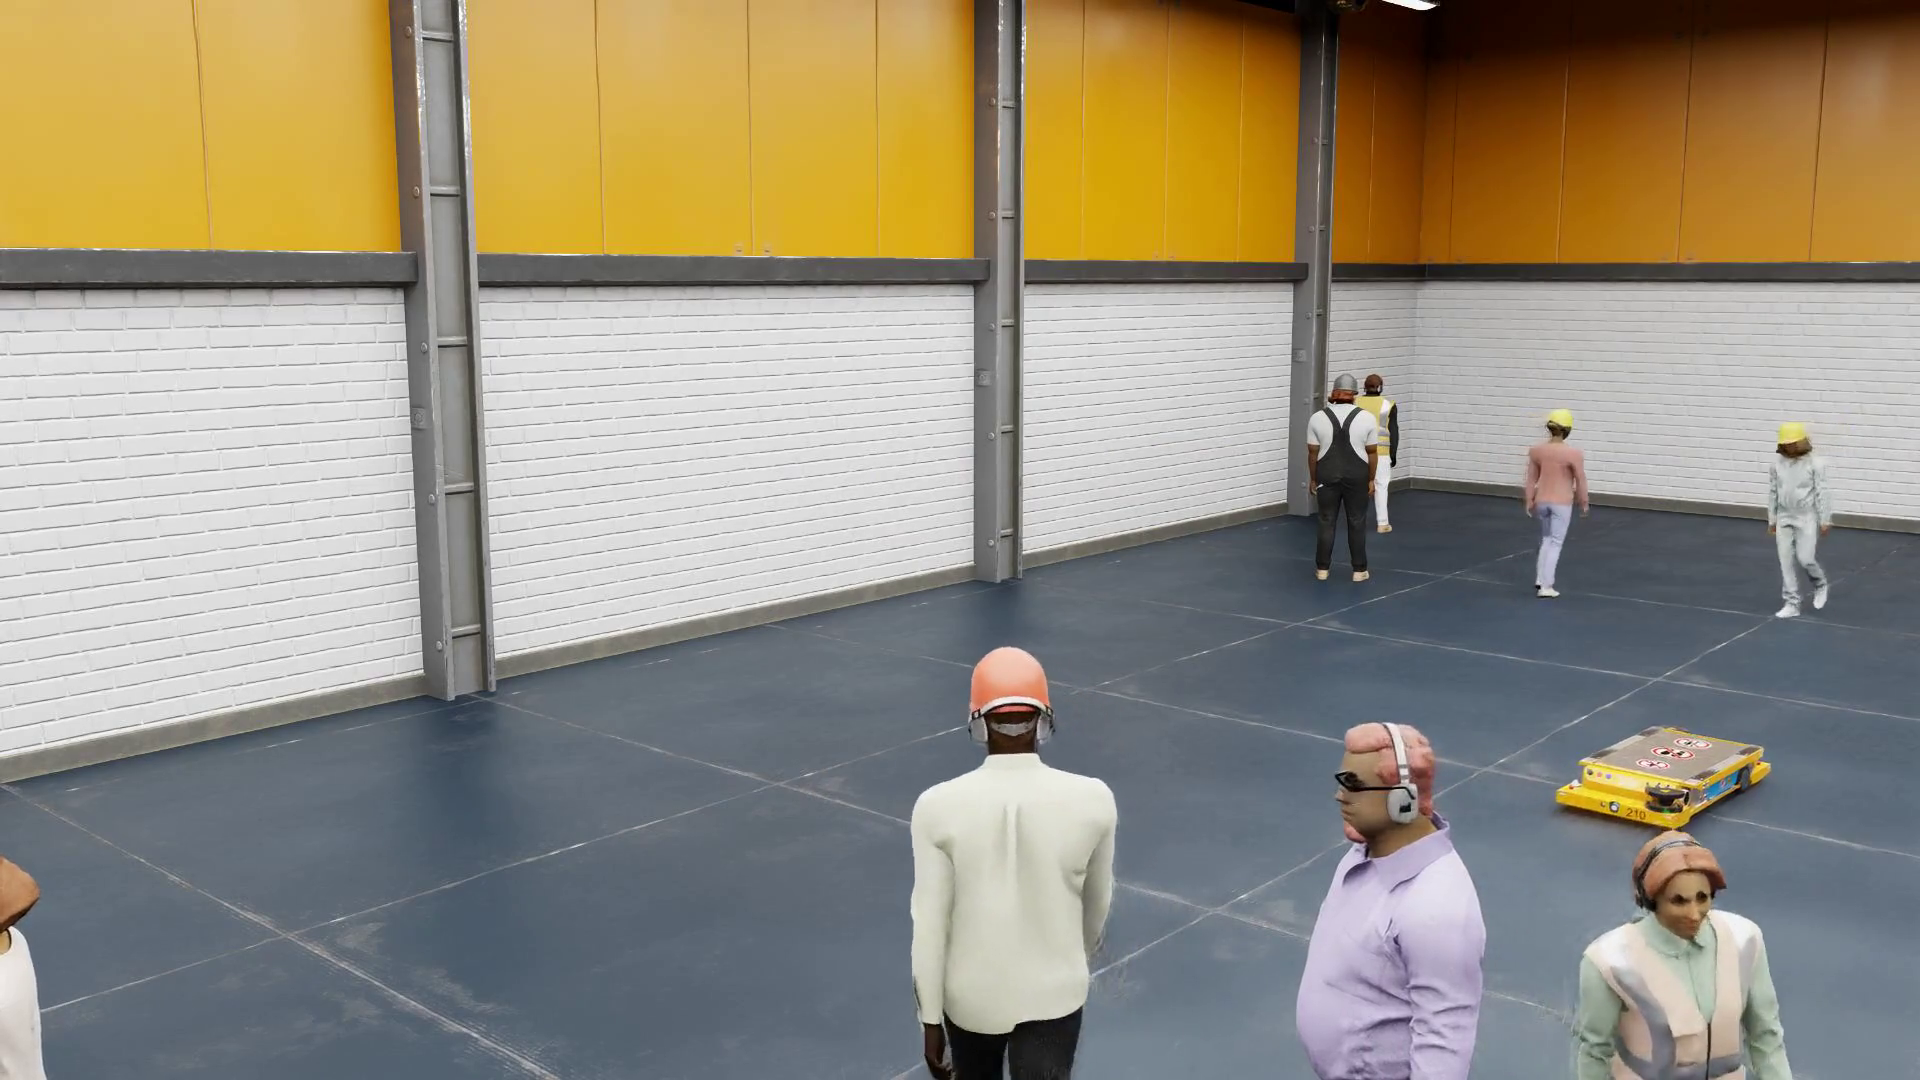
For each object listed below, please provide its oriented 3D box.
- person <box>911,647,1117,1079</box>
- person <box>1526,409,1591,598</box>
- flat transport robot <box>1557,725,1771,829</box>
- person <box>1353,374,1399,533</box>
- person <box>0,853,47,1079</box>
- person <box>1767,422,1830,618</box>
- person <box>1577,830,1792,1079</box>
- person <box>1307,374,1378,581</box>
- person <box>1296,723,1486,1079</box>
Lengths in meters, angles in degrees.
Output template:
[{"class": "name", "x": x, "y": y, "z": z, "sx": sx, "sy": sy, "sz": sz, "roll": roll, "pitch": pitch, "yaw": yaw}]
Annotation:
[{"class": "person", "x": 0.151, "y": 1.277, "z": 4.741, "sx": 0.574, "sy": 1.928, "sz": 1.120, "roll": 1, "pitch": 9, "yaw": 3}, {"class": "person", "x": 5.540, "y": -0.335, "z": 15.379, "sx": 0.528, "sy": 1.751, "sz": 0.531, "roll": -6, "pitch": 11, "yaw": -35}, {"class": "flat transport robot", "x": 4.058, "y": 1.332, "z": 9.536, "sx": 0.652, "sy": 0.197, "sz": 1.431, "roll": 9, "pitch": 13, "yaw": 44}, {"class": "person", "x": 4.775, "y": -1.001, "z": 19.290, "sx": 0.620, "sy": 1.838, "sz": 0.430, "roll": 5, "pitch": 10, "yaw": 28}, {"class": "person", "x": -2.361, "y": 1.521, "z": 4.085, "sx": 0.282, "sy": 1.633, "sz": 0.499, "roll": -6, "pitch": 11, "yaw": -32}, {"class": "person", "x": 7.303, "y": -0.178, "z": 14.485, "sx": 0.543, "sy": 1.708, "sz": 0.534, "roll": -6, "pitch": 11, "yaw": -33}, {"class": "person", "x": 1.827, "y": 1.494, "z": 4.380, "sx": 0.519, "sy": 1.589, "sz": 0.883, "roll": -3, "pitch": 10, "yaw": -18}, {"class": "person", "x": 3.744, "y": -0.622, "z": 16.264, "sx": 0.674, "sy": 2.000, "sz": 0.535, "roll": 3, "pitch": 10, "yaw": 19}, {"class": "person", "x": 1.031, "y": 1.379, "z": 4.122, "sx": 0.407, "sy": 1.905, "sz": 0.655, "roll": 0, "pitch": 9, "yaw": -1}]
